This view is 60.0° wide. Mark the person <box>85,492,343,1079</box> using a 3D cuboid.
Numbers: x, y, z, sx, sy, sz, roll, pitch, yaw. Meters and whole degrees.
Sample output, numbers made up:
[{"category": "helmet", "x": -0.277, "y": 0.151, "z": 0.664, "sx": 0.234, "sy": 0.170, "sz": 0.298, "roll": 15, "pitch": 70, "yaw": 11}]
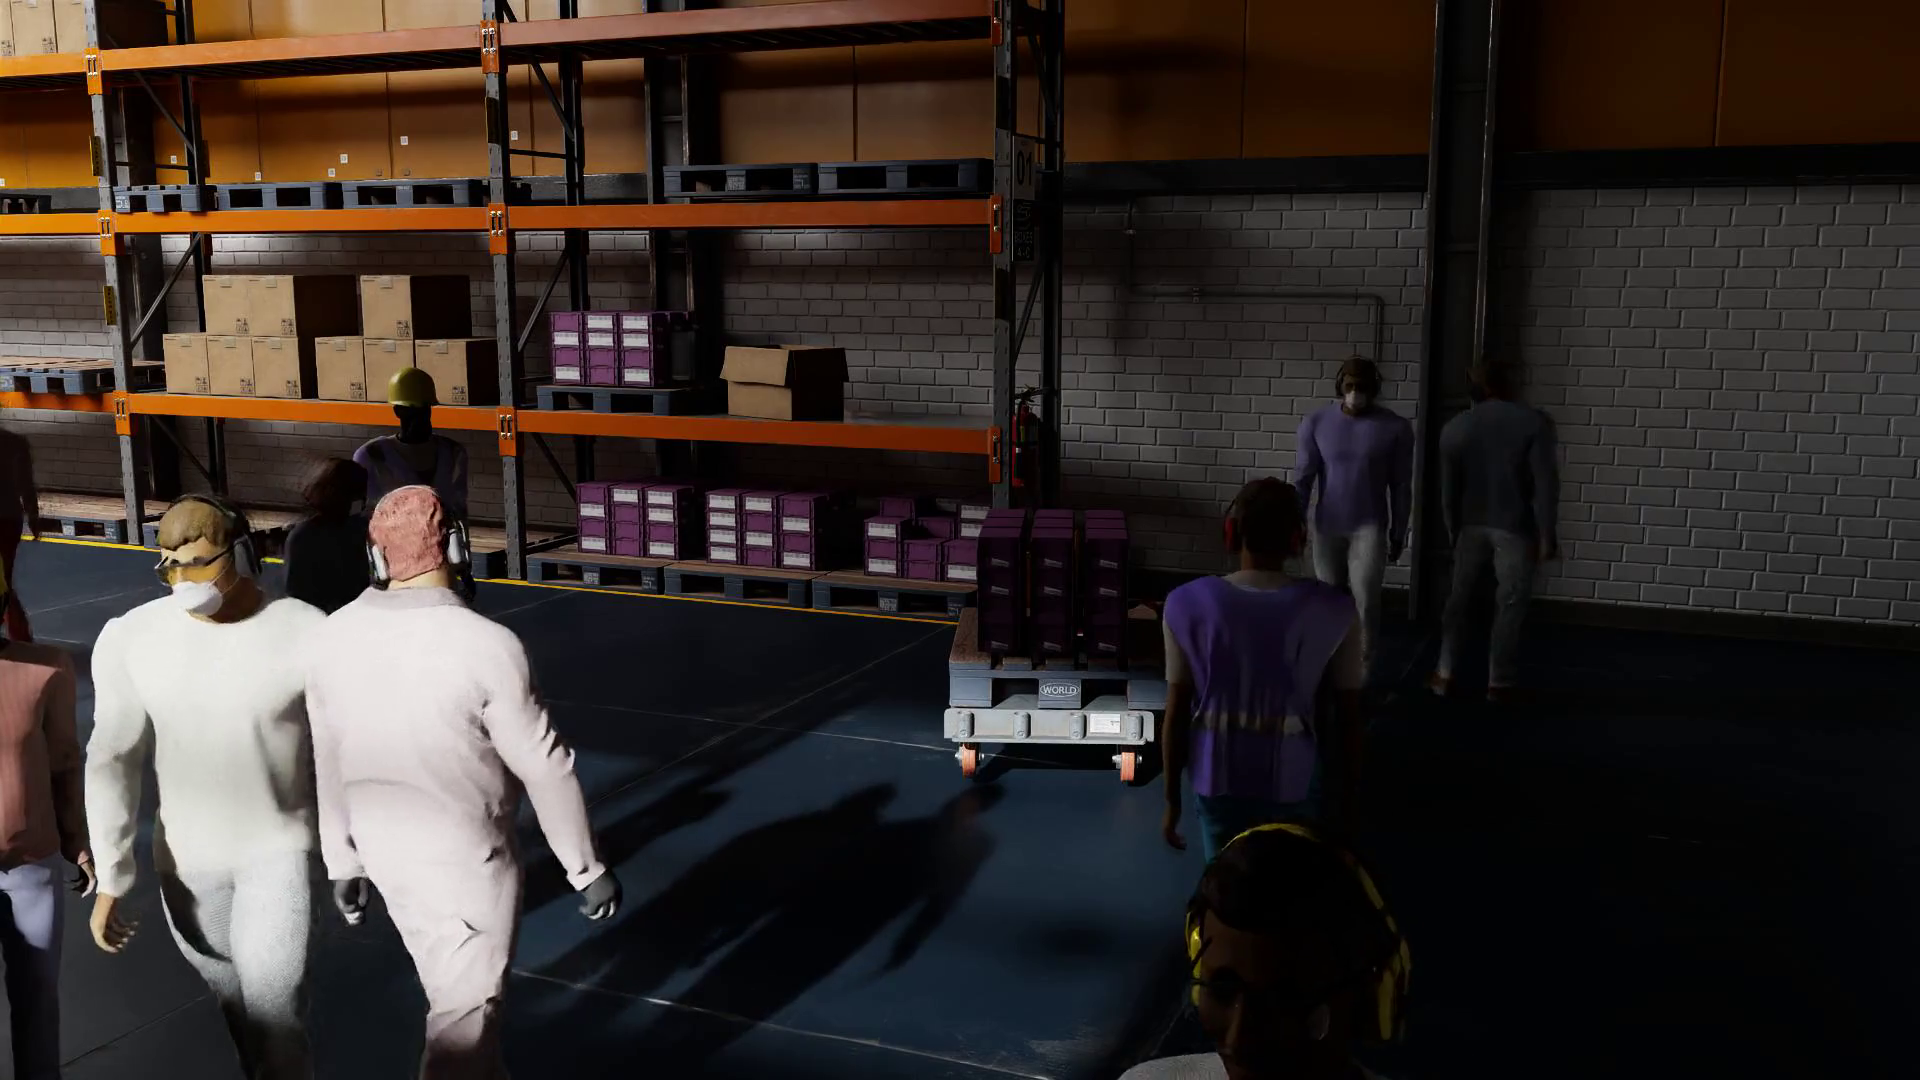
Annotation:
[{"category": "person", "x": -1.796, "y": 0.816, "z": 4.101, "sx": 0.617, "sy": 1.869, "sz": 1.017, "roll": -1, "pitch": 10, "yaw": -4}]

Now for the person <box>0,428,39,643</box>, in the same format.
[{"category": "person", "x": -5.981, "y": -0.131, "z": 10.241, "sx": 0.940, "sy": 1.713, "sz": 0.540, "roll": 6, "pitch": 11, "yaw": 31}]

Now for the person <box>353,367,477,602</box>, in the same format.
[{"category": "person", "x": -2.609, "y": 0.130, "z": 8.034, "sx": 0.386, "sy": 1.927, "sz": 0.589, "roll": 9, "pitch": 13, "yaw": 43}]

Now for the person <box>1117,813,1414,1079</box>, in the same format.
[{"category": "person", "x": 0.385, "y": 1.195, "z": 1.871, "sx": 0.541, "sy": 1.855, "sz": 0.432, "roll": 6, "pitch": 11, "yaw": 30}]

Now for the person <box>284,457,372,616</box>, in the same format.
[{"category": "person", "x": -2.640, "y": 0.440, "z": 7.134, "sx": 0.795, "sy": 1.587, "sz": 0.539, "roll": 4, "pitch": 10, "yaw": 23}]

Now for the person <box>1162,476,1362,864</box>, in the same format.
[{"category": "person", "x": 0.861, "y": 0.729, "z": 4.807, "sx": 0.575, "sy": 1.816, "sz": 0.852, "roll": 2, "pitch": 10, "yaw": 13}]

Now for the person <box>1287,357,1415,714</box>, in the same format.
[{"category": "person", "x": 2.108, "y": -0.029, "z": 9.052, "sx": 0.647, "sy": 1.909, "sz": 0.841, "roll": 3, "pitch": 10, "yaw": 19}]

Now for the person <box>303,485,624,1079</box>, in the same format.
[{"category": "person", "x": -1.229, "y": 0.803, "z": 4.144, "sx": 0.746, "sy": 1.880, "sz": 0.553, "roll": 5, "pitch": 11, "yaw": 28}]

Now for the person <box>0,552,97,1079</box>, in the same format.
[{"category": "person", "x": -2.494, "y": 0.840, "z": 4.267, "sx": 0.327, "sy": 1.765, "sz": 0.531, "roll": 8, "pitch": 13, "yaw": 41}]

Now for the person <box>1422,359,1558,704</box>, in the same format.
[{"category": "person", "x": 2.910, "y": -0.032, "z": 9.125, "sx": 0.376, "sy": 1.897, "sz": 0.715, "roll": -9, "pitch": 13, "yaw": -43}]
